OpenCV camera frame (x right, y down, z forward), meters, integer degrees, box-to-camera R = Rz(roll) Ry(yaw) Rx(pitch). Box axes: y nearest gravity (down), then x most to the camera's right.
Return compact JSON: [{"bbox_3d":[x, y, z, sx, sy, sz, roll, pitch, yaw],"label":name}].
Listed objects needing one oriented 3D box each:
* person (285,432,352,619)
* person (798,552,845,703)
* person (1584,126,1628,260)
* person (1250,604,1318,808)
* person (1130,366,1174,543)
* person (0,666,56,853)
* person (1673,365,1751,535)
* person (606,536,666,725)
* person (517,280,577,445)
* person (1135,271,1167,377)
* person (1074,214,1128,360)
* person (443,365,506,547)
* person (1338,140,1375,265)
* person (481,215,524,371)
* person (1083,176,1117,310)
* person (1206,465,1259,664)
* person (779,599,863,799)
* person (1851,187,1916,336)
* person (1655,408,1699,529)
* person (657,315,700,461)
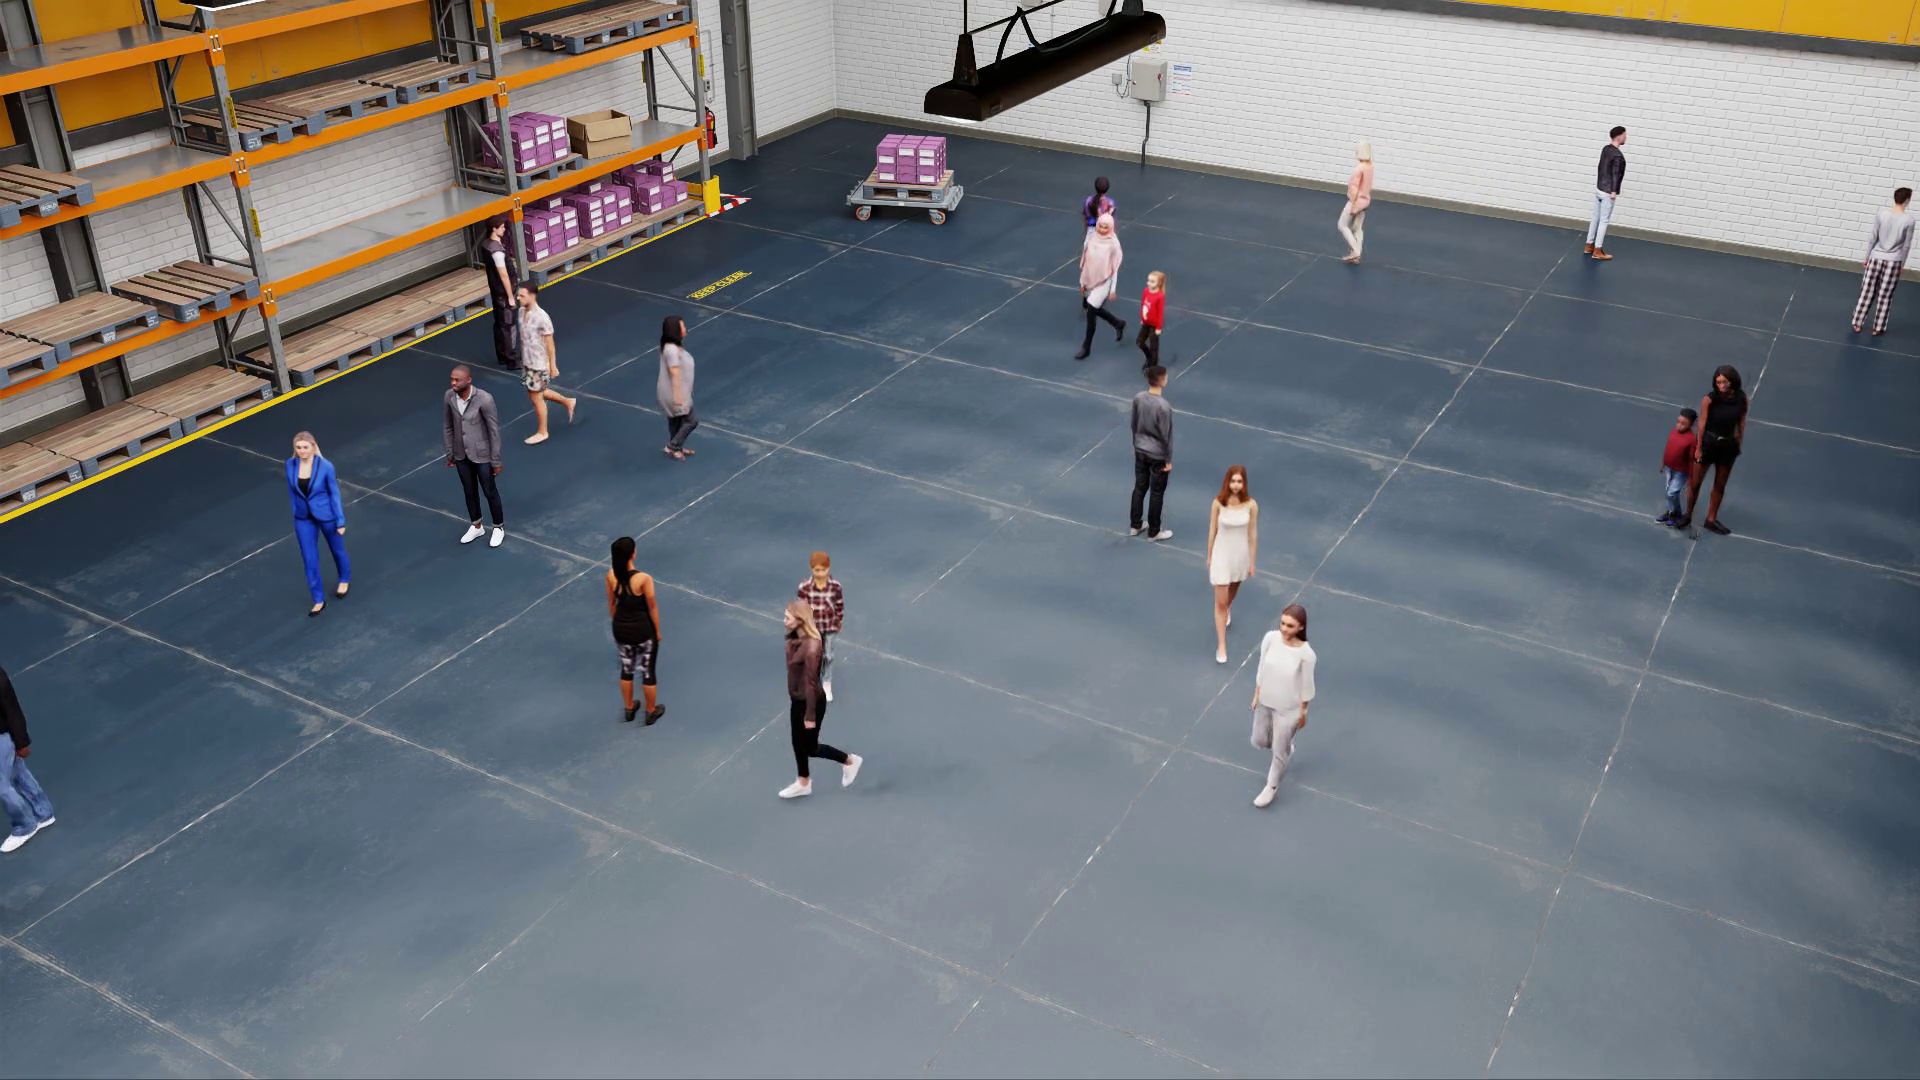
[{"bbox_3d":[-5.689,-0.223,14.846,0.911,1.676,1.036,0,29,-1],"label":"person"},{"bbox_3d":[-1.148,0.658,13.626,0.749,1.298,0.836,-3,29,-6],"label":"person"},{"bbox_3d":[9.006,-4.855,23.171,0.797,1.836,0.696,-2,29,-4],"label":"person"},{"bbox_3d":[2.401,1.171,12.284,0.692,1.682,0.834,22,35,34],"label":"person"},{"bbox_3d":[1.830,-0.830,15.869,0.617,1.761,0.674,-25,37,-38],"label":"person"},{"bbox_3d":[-6.789,1.351,11.897,0.654,1.737,0.709,21,35,33],"label":"person"},{"bbox_3d":[7.269,-0.873,15.979,0.743,1.732,0.751,-8,30,-14],"label":"person"},{"bbox_3d":[-2.576,0.703,13.162,0.603,1.662,0.561,10,30,17],"label":"person"},{"bbox_3d":[-4.467,-1.951,17.892,1.051,1.794,0.863,-23,36,-36],"label":"person"},{"bbox_3d":[2.301,-2.561,19.552,0.605,1.273,0.575,-22,35,-34],"label":"person"},{"bbox_3d":[1.717,-3.064,19.955,1.155,1.772,0.833,-25,38,-38],"label":"person"},{"bbox_3d":[-4.597,-0.813,15.781,0.787,1.817,0.683,7,29,13],"label":"person"},{"bbox_3d":[5.545,-4.620,22.861,0.715,1.719,0.575,21,35,34],"label":"person"},{"bbox_3d":[-5.412,-2.925,19.622,0.726,1.847,0.737,-18,33,-29],"label":"person"},{"bbox_3d":[1.745,-3.805,21.371,0.800,1.717,1.139,7,29,13],"label":"person"},{"bbox_3d":[2.327,0.114,14.242,0.892,1.664,1.217,4,29,6],"label":"person"},{"bbox_3d":[-1.050,1.184,12.253,0.986,1.689,0.893,-11,31,-19],"label":"person"},{"bbox_3d":[11.455,-3.451,20.586,0.665,1.846,0.598,22,36,35],"label":"person"},{"bbox_3d":[7.049,-0.720,16.208,0.651,1.245,0.606,-10,30,-18],"label":"person"},{"bbox_3d":[-3.044,-1.567,17.390,0.835,1.600,0.785,-10,30,-17],"label":"person"}]
